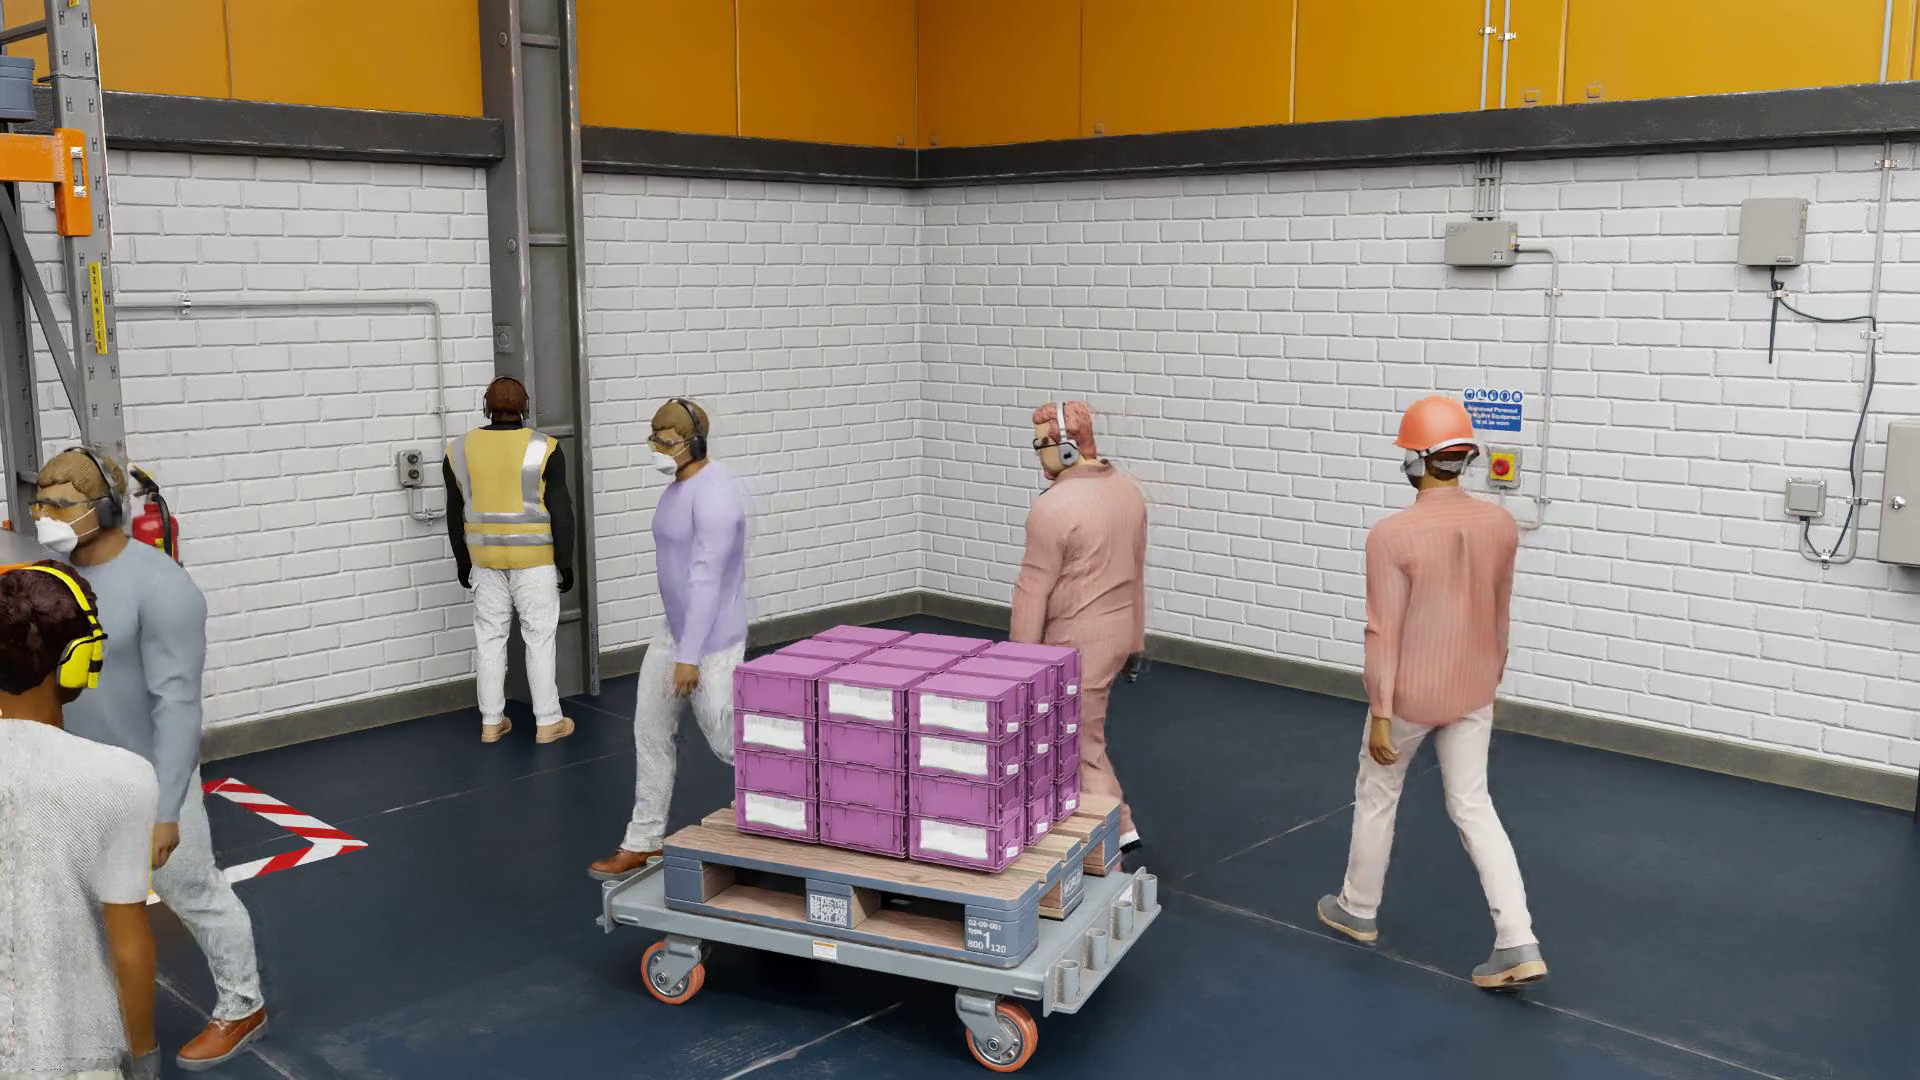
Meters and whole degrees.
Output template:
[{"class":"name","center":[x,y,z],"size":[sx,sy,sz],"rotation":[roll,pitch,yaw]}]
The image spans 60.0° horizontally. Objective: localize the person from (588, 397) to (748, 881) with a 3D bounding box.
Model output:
[{"class":"person","center":[-0.945,0.380,6.469],"size":[0.944,1.898,0.617],"rotation":[-5,11,-29]}]

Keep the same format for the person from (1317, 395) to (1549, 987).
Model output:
[{"class":"person","center":[1.607,0.495,5.543],"size":[0.624,1.961,0.965],"rotation":[-3,10,-20]}]

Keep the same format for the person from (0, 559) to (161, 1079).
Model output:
[{"class":"person","center":[-1.703,0.968,3.025],"size":[0.505,1.837,0.791],"rotation":[0,9,0]}]

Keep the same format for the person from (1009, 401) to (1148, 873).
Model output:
[{"class":"person","center":[0.446,0.413,6.286],"size":[0.470,1.877,0.652],"rotation":[6,11,33]}]

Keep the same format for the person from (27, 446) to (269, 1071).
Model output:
[{"class":"person","center":[-2.355,0.680,4.622],"size":[0.651,1.884,1.012],"rotation":[4,10,21]}]

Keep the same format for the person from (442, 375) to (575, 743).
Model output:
[{"class":"person","center":[-2.219,0.101,8.299],"size":[0.634,1.843,0.429],"rotation":[1,9,6]}]
